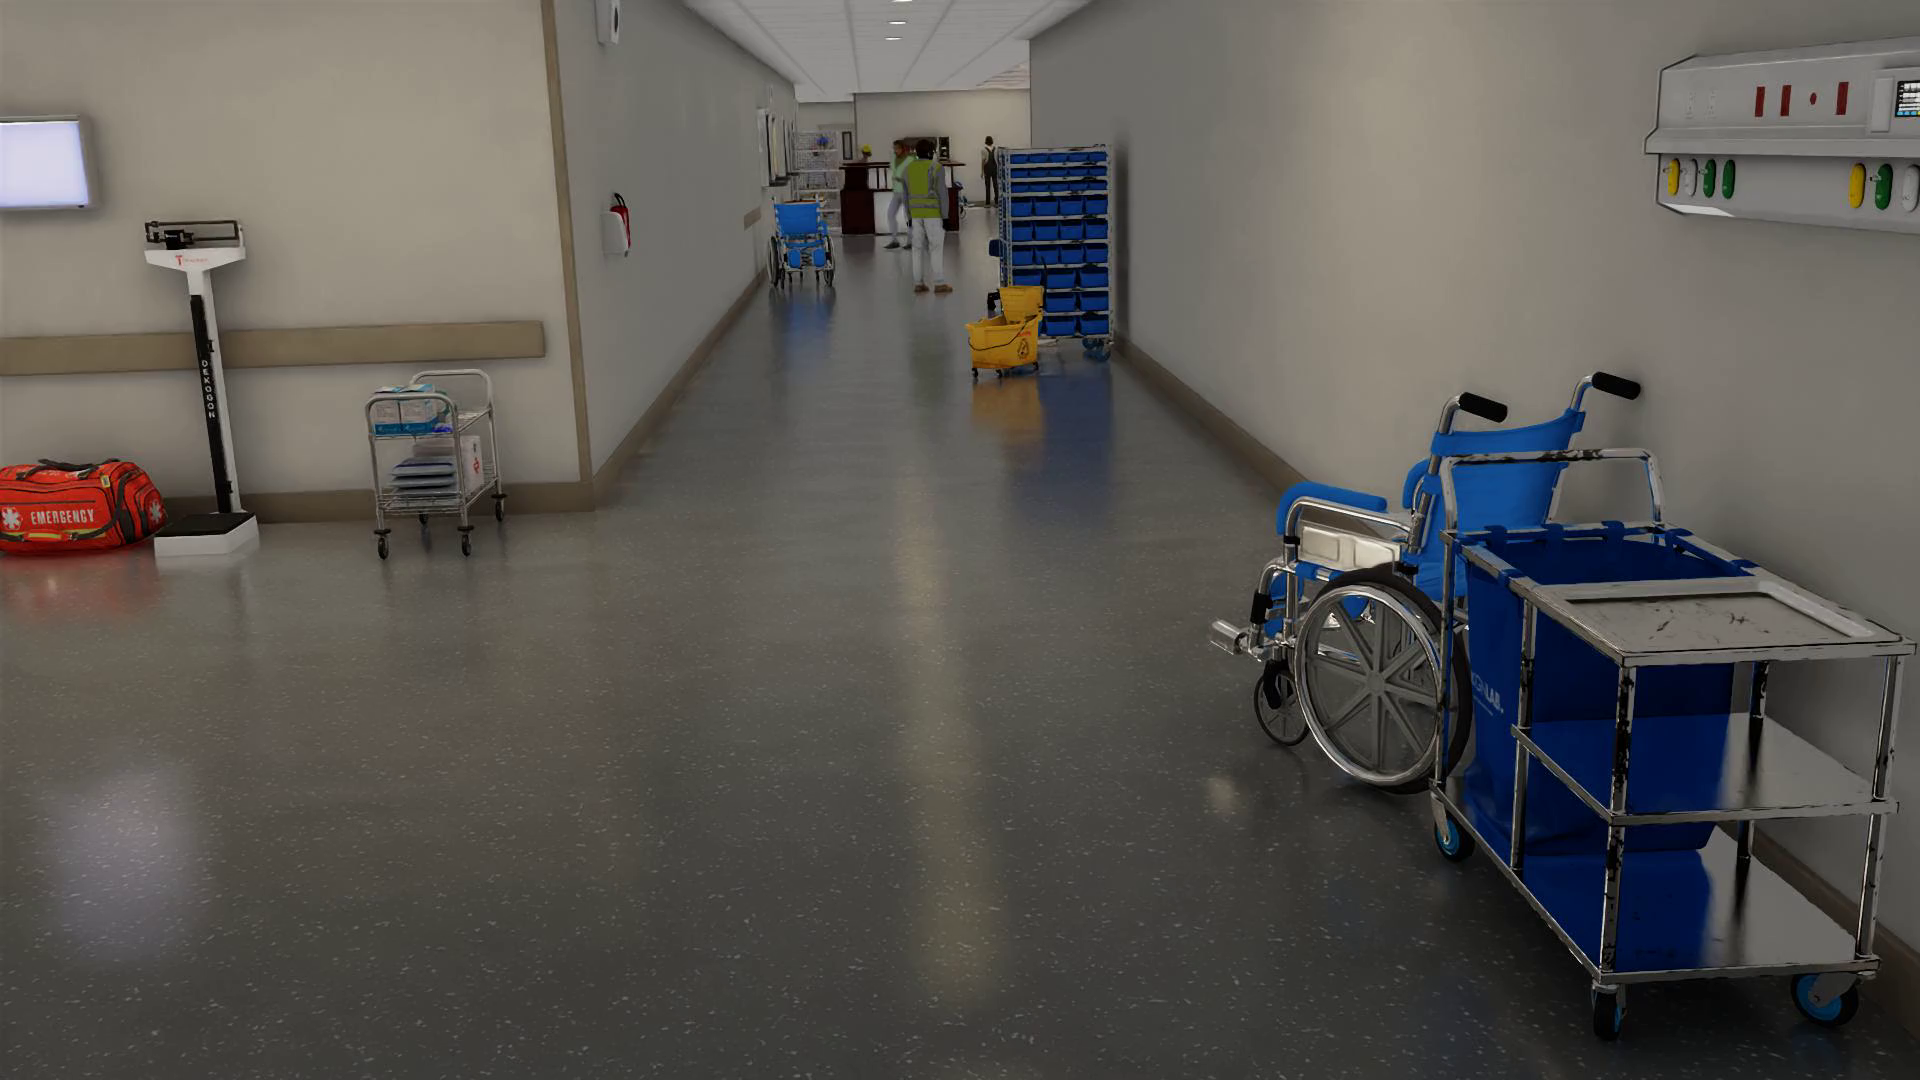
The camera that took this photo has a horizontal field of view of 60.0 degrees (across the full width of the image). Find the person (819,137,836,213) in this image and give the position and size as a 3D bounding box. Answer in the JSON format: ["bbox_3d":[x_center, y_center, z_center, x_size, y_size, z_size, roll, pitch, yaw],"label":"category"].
[{"bbox_3d":[-3.486,-9.279,42.344,0.496,1.933,0.625,-1,14,4],"label":"person"}]

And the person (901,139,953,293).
[{"bbox_3d":[-0.385,-3.922,20.168,0.623,1.844,0.429,7,16,31],"label":"person"}]

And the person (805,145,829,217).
[{"bbox_3d":[-3.468,-8.707,40.401,0.563,1.742,0.361,-2,14,-2],"label":"person"}]

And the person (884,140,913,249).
[{"bbox_3d":[-1.046,-5.809,28.039,0.719,1.815,0.603,-14,18,-42],"label":"person"}]

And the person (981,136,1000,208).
[{"bbox_3d":[0.787,-9.482,42.881,0.506,1.839,0.345,-5,14,-14],"label":"person"}]
